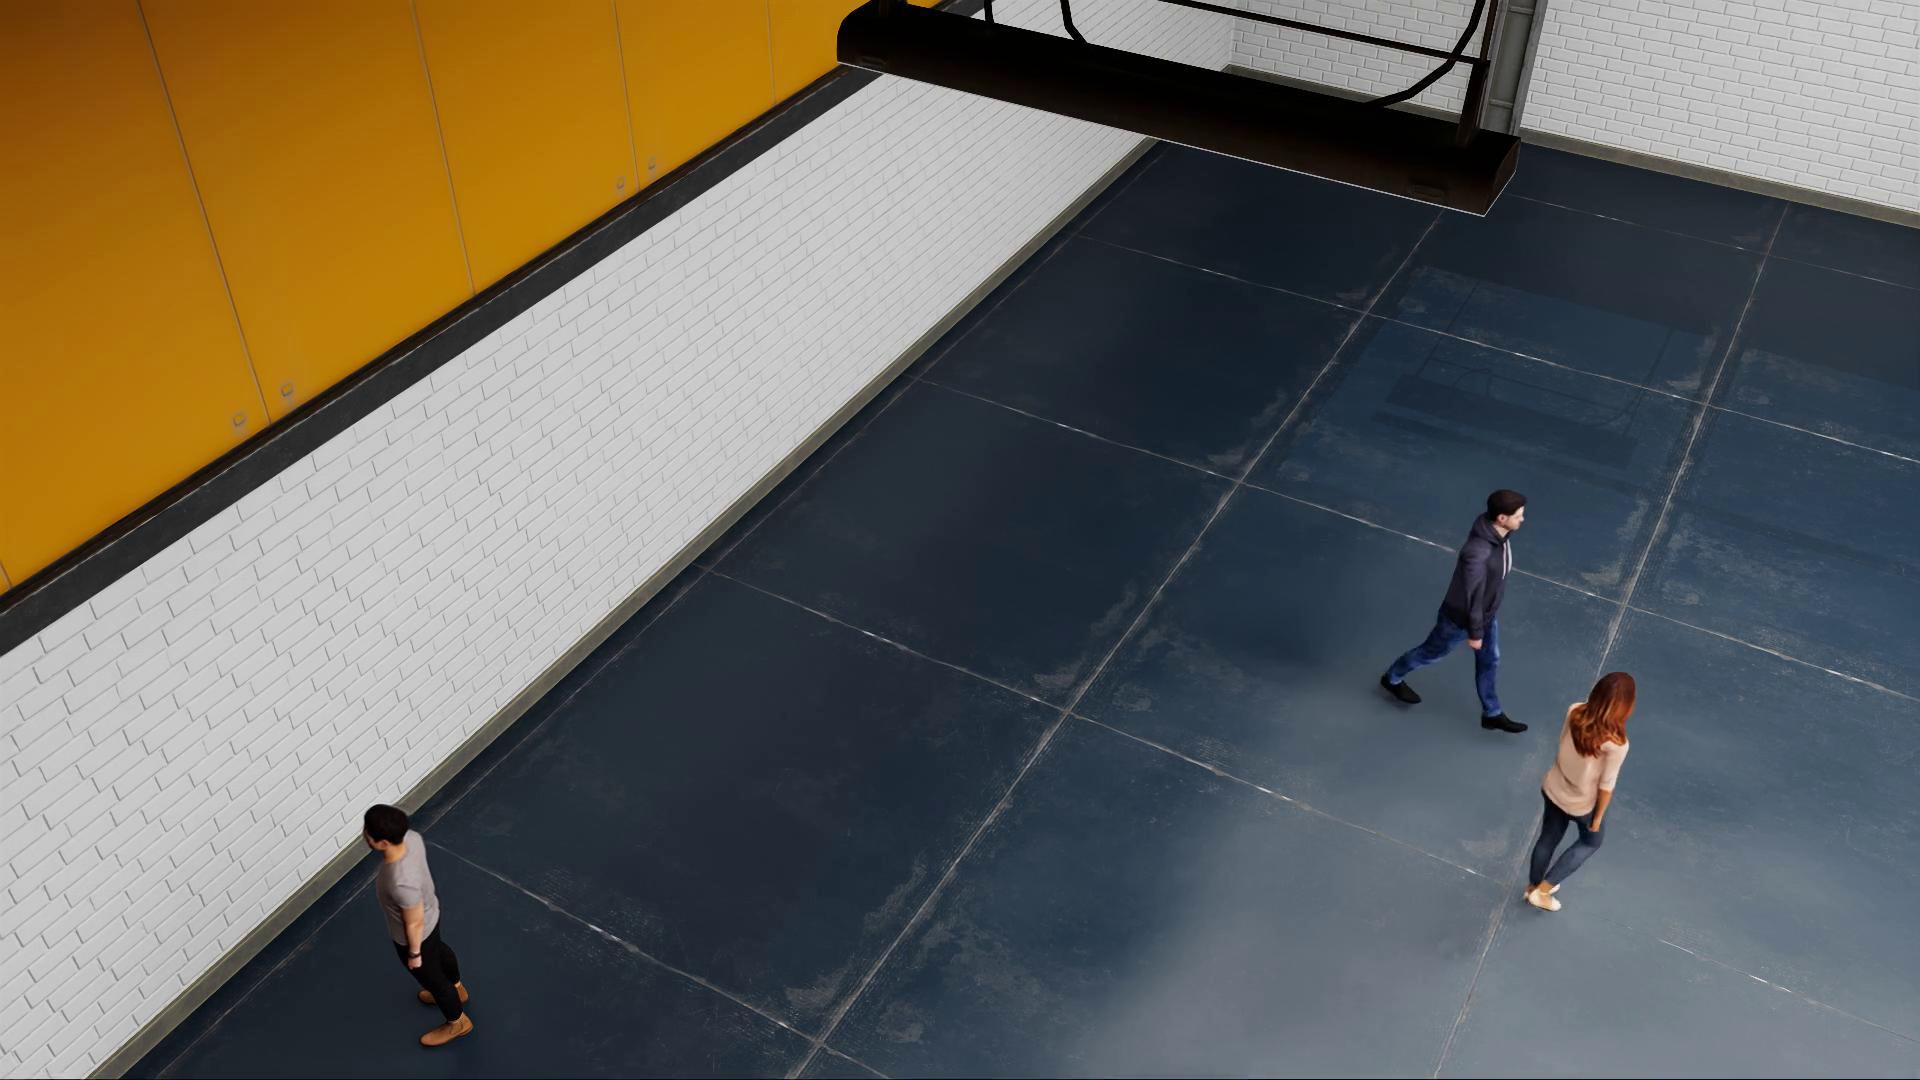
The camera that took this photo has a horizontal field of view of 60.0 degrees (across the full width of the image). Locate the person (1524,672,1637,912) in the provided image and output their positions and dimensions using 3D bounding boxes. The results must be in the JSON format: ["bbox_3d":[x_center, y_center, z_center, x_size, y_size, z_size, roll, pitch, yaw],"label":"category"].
[{"bbox_3d":[3.394,1.470,9.381,0.798,1.780,0.723,-19,42,-22],"label":"person"}]

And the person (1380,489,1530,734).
[{"bbox_3d":[3.151,0.433,10.633,1.218,1.838,0.714,21,43,24],"label":"person"}]

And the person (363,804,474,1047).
[{"bbox_3d":[-2.860,2.008,8.753,0.733,1.722,0.680,-8,39,-10],"label":"person"}]
